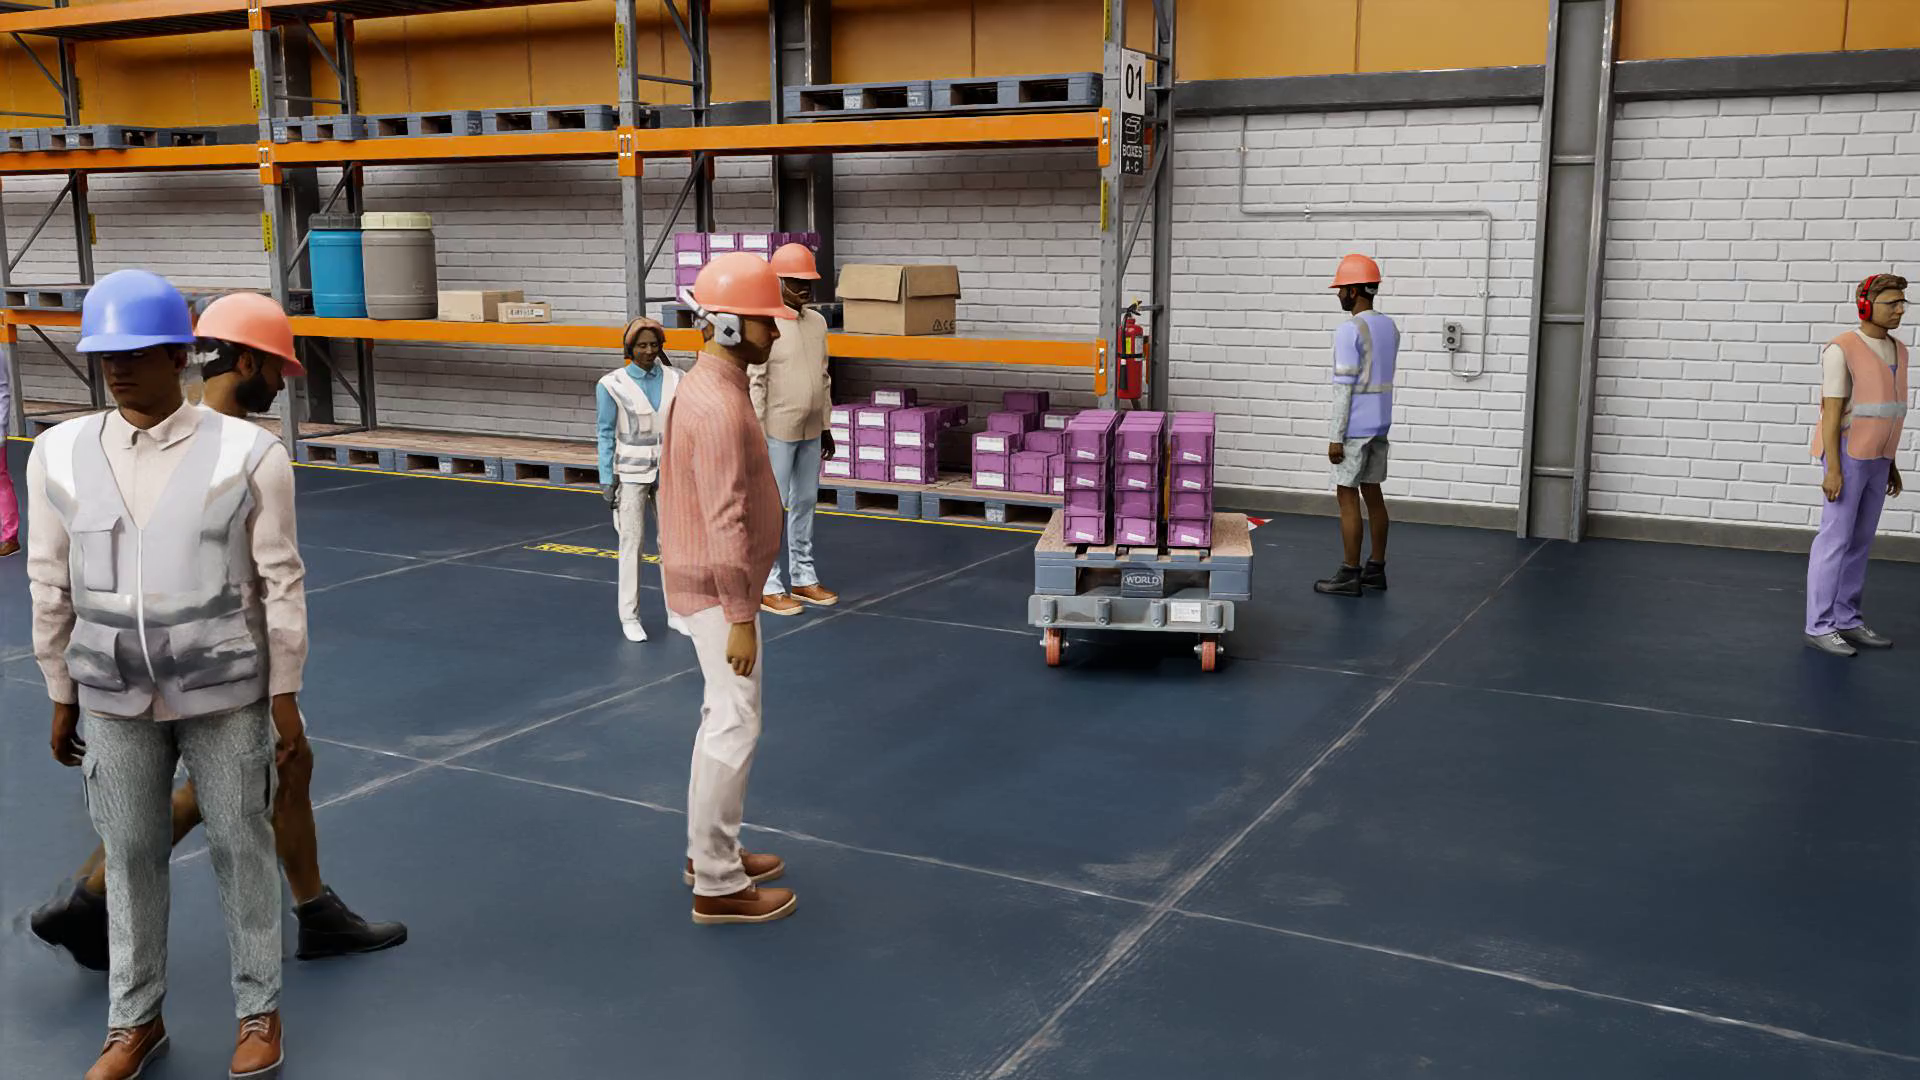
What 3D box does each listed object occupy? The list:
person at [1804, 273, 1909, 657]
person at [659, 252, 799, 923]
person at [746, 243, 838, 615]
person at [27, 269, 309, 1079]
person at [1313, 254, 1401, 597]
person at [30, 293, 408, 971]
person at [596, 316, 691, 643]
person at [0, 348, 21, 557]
[{"bbox_3d":[4.393,-0.371,8.142,0.563,1.846,0.390,-6,12,-32],"label":"person"},{"bbox_3d":[-0.673,0.151,4.922,0.411,1.980,0.625,-2,11,-13],"label":"person"},{"bbox_3d":[-0.900,-0.594,8.983,0.406,1.988,0.614,7,13,35],"label":"person"},{"bbox_3d":[-1.853,0.346,3.926,0.605,1.948,0.403,-1,10,-7],"label":"person"},{"bbox_3d":[2.241,-0.644,9.423,0.392,1.929,0.552,10,14,43],"label":"person"},{"bbox_3d":[-2.060,0.280,4.509,0.892,1.883,0.571,-3,11,-18],"label":"person"},{"bbox_3d":[-1.571,-0.303,8.360,0.524,1.631,0.315,-7,13,-35],"label":"person"},{"bbox_3d":[-6.215,-0.702,10.530,0.500,1.636,0.286,4,11,20],"label":"person"}]
